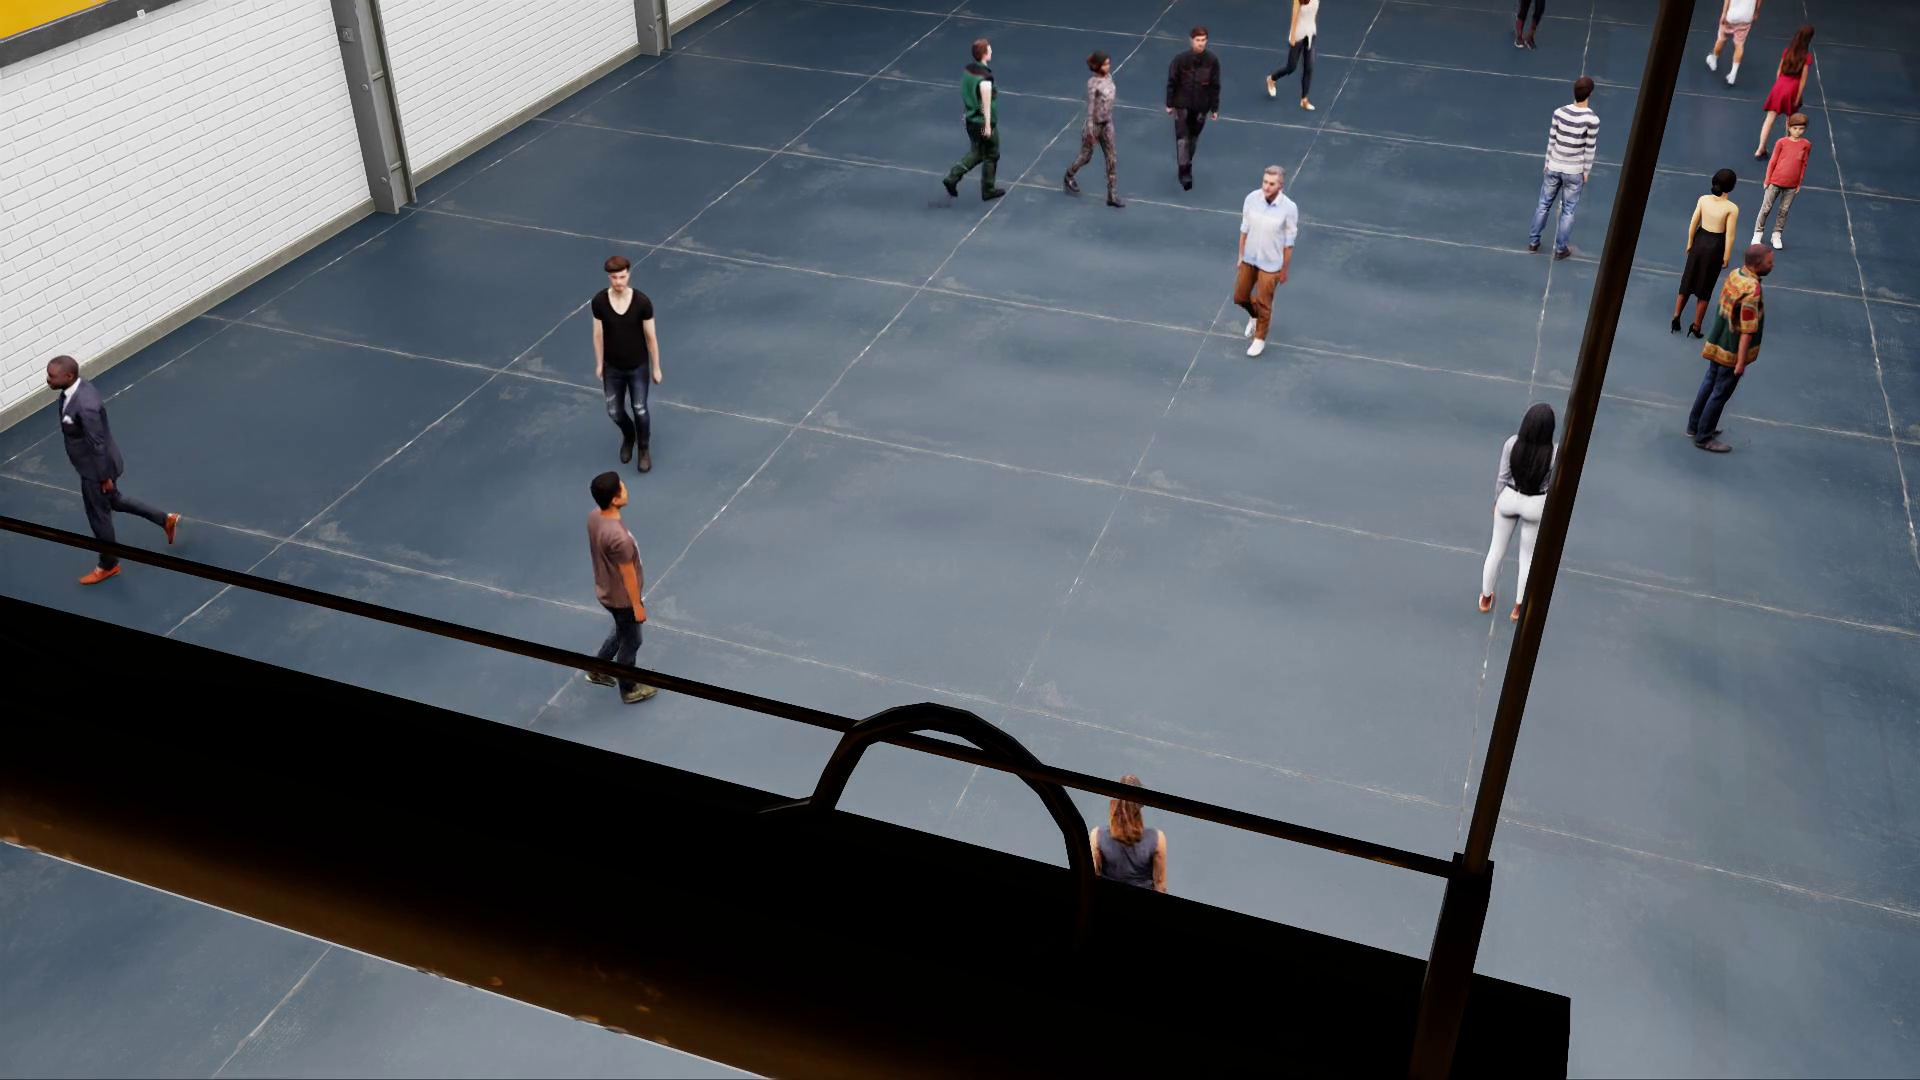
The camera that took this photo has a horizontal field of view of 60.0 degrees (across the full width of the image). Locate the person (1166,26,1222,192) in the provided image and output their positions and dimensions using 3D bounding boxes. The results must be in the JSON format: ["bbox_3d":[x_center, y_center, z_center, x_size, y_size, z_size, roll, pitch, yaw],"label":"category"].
[{"bbox_3d":[2.589,-4.886,18.724,1.083,1.784,1.300,-4,34,-5],"label":"person"}]

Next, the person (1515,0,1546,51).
[{"bbox_3d":[7.918,-7.724,23.032,0.727,1.743,0.811,1,34,1],"label":"person"}]

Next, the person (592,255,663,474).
[{"bbox_3d":[-2.691,-1.463,13.485,0.806,1.884,0.811,-1,34,-2],"label":"person"}]

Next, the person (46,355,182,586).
[{"bbox_3d":[-6.268,-0.569,12.212,1.162,1.803,1.060,-19,38,-26],"label":"person"}]

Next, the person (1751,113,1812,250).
[{"bbox_3d":[8.597,-3.755,17.354,0.537,1.417,0.510,8,34,12],"label":"person"}]

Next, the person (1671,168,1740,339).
[{"bbox_3d":[6.963,-2.675,15.515,0.680,1.653,0.663,-25,41,-33],"label":"person"}]

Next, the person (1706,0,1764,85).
[{"bbox_3d":[10.188,-6.830,21.689,0.742,1.740,1.123,6,34,9],"label":"person"}]

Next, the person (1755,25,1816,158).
[{"bbox_3d":[9.644,-5.228,19.486,0.808,1.510,1.084,28,43,35],"label":"person"}]

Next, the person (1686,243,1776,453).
[{"bbox_3d":[6.384,-1.610,13.776,0.820,1.806,0.676,4,34,6],"label":"person"}]

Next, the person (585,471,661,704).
[{"bbox_3d":[-2.302,0.365,10.841,0.869,1.765,0.809,-16,37,-22],"label":"person"}]

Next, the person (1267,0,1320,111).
[{"bbox_3d":[4.240,-6.347,20.945,1.054,1.759,1.035,-21,39,-28],"label":"person"}]

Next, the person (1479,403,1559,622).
[{"bbox_3d":[3.972,-0.209,11.741,0.622,1.725,0.572,17,37,24],"label":"person"}]

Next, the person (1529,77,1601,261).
[{"bbox_3d":[6.211,-3.811,17.051,0.705,1.847,0.663,25,41,32],"label":"person"}]

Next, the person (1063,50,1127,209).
[{"bbox_3d":[1.451,-4.523,18.278,1.164,1.673,1.019,-26,42,-34],"label":"person"}]

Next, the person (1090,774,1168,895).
[{"bbox_3d":[0.840,1.946,8.513,0.672,1.710,0.938,5,34,7],"label":"person"}]

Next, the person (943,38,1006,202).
[{"bbox_3d":[0.168,-4.559,18.195,1.072,1.826,0.986,-17,37,-24],"label":"person"}]

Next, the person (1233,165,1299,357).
[{"bbox_3d":[2.813,-2.601,15.260,0.776,1.814,0.805,20,38,27],"label":"person"}]
